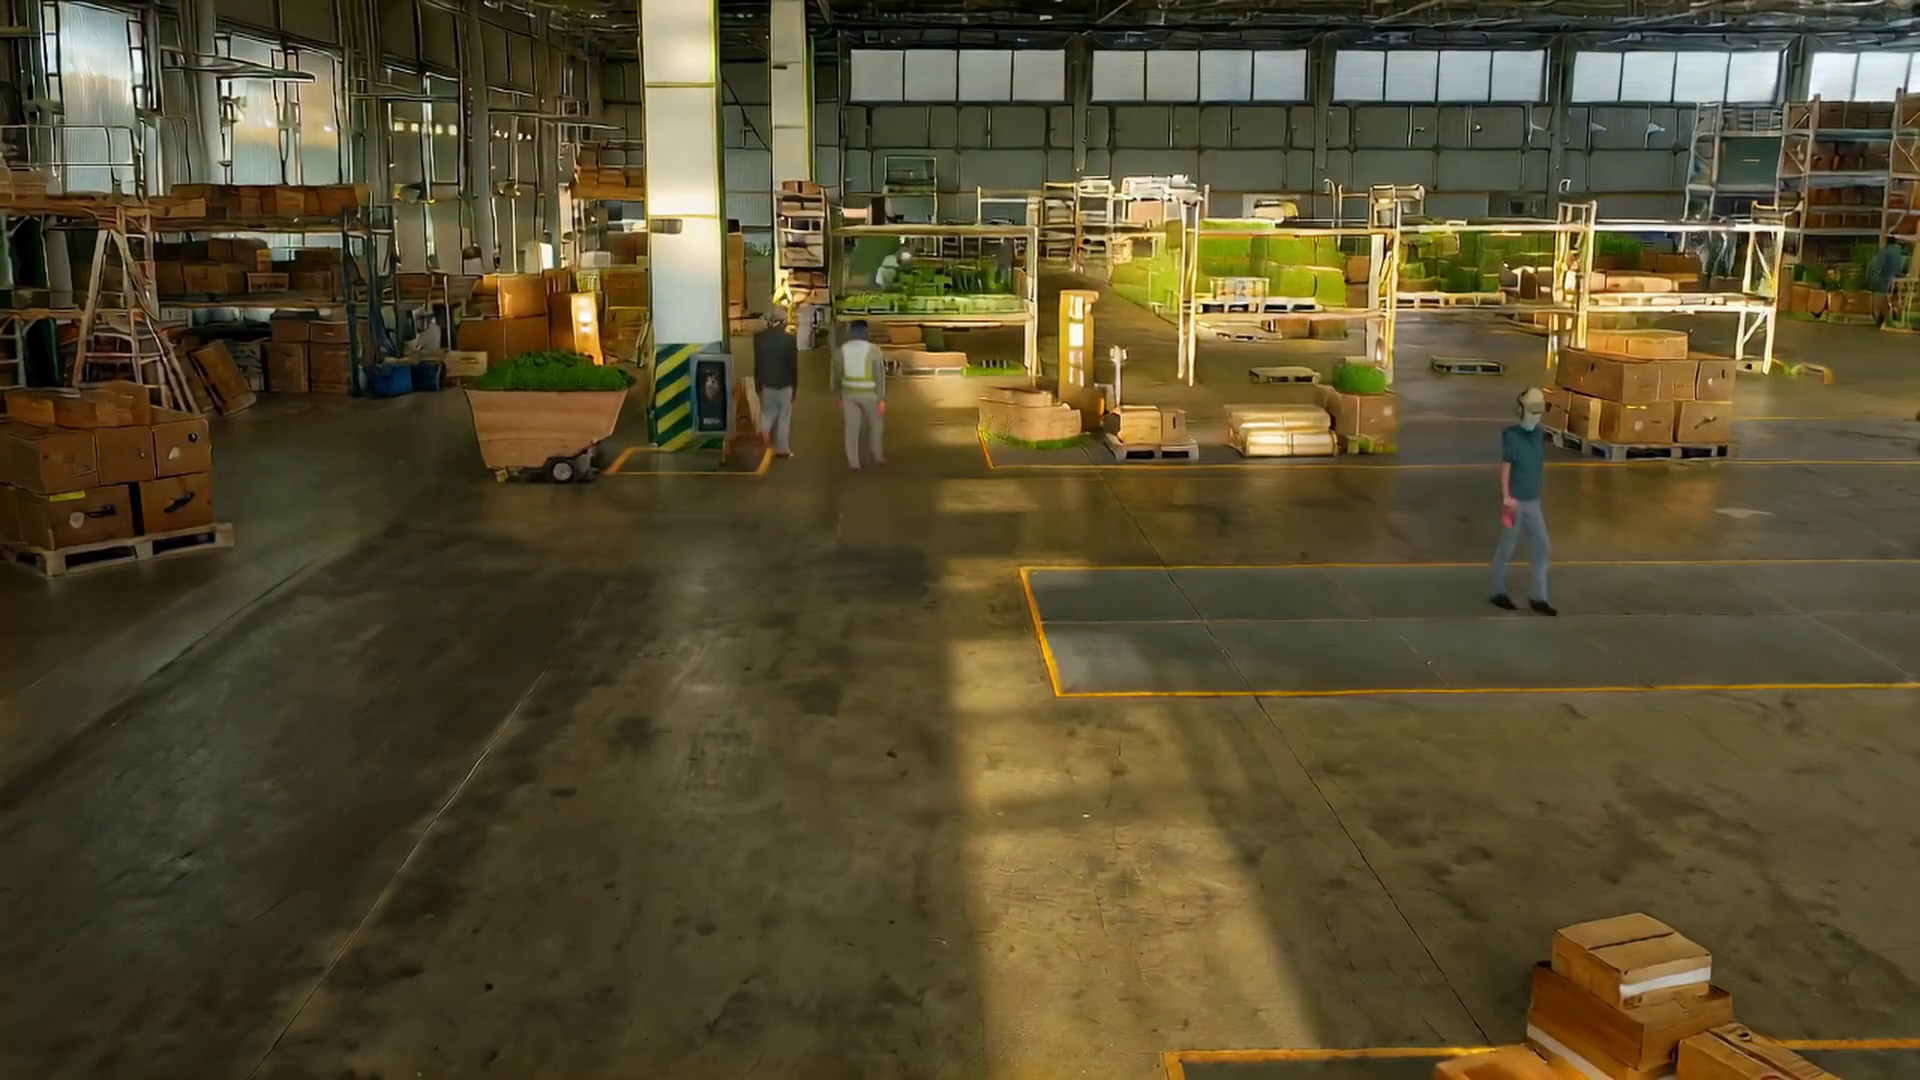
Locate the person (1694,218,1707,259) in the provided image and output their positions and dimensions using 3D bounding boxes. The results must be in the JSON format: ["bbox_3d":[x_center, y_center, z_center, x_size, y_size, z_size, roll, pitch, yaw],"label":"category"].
[{"bbox_3d":[27.260,-10.919,61.136,0.771,1.948,0.635,-5,13,-21],"label":"person"}]

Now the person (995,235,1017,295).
[{"bbox_3d":[1.273,-7.411,45.411,0.635,1.909,0.865,-2,13,-9],"label":"person"}]

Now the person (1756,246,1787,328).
[{"bbox_3d":[18.662,-5.827,38.322,0.598,1.885,0.943,6,14,26],"label":"person"}]

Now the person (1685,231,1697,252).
[{"bbox_3d":[24.461,-9.564,55.777,0.388,1.615,0.551,5,13,20],"label":"person"}]

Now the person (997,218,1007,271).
[{"bbox_3d":[1.556,-10.678,60.121,0.418,1.921,0.609,3,13,13],"label":"person"}]

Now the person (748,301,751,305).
[{"bbox_3d":[-5.920,-7.180,44.539,0.541,1.822,0.760,12,17,42],"label":"person"}]

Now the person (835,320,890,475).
[{"bbox_3d":[-1.129,-1.719,19.902,0.661,1.811,0.833,5,13,20],"label":"person"}]

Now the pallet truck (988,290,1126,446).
[{"bbox_3d":[1.257,-2.299,22.111,1.885,1.965,0.823,-9,15,-35],"label":"pallet truck"}]

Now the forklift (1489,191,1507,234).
[{"bbox_3d":[20.257,-11.776,62.888,1.873,2.768,1.129,0,12,-2],"label":"forklift"}]

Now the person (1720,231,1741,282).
[{"bbox_3d":[25.185,-9.392,54.330,0.652,1.906,0.812,1,13,6],"label":"person"}]

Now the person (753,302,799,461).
[{"bbox_3d":[-2.285,-1.937,20.514,0.640,1.974,0.584,6,14,25],"label":"person"}]

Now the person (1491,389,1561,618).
[{"bbox_3d":[4.573,-0.282,13.371,0.523,1.839,0.798,-4,13,-19],"label":"person"}]

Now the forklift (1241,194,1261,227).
[{"bbox_3d":[9.557,-9.996,54.854,1.873,2.768,1.129,-3,13,-11],"label":"forklift"}]

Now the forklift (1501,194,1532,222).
[{"bbox_3d":[18.448,-10.131,55.461,1.129,2.768,1.873,-1,13,-3],"label":"forklift"}]

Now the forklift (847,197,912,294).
[{"bbox_3d":[-2.359,-8.634,48.706,1.873,2.768,1.129,0,12,-2],"label":"forklift"}]

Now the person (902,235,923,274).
[{"bbox_3d":[-1.497,-8.956,52.378,0.651,1.920,0.522,-2,13,-9],"label":"person"}]

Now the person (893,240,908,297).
[{"bbox_3d":[-1.673,-7.468,46.123,0.895,1.688,0.504,-7,14,-29],"label":"person"}]
